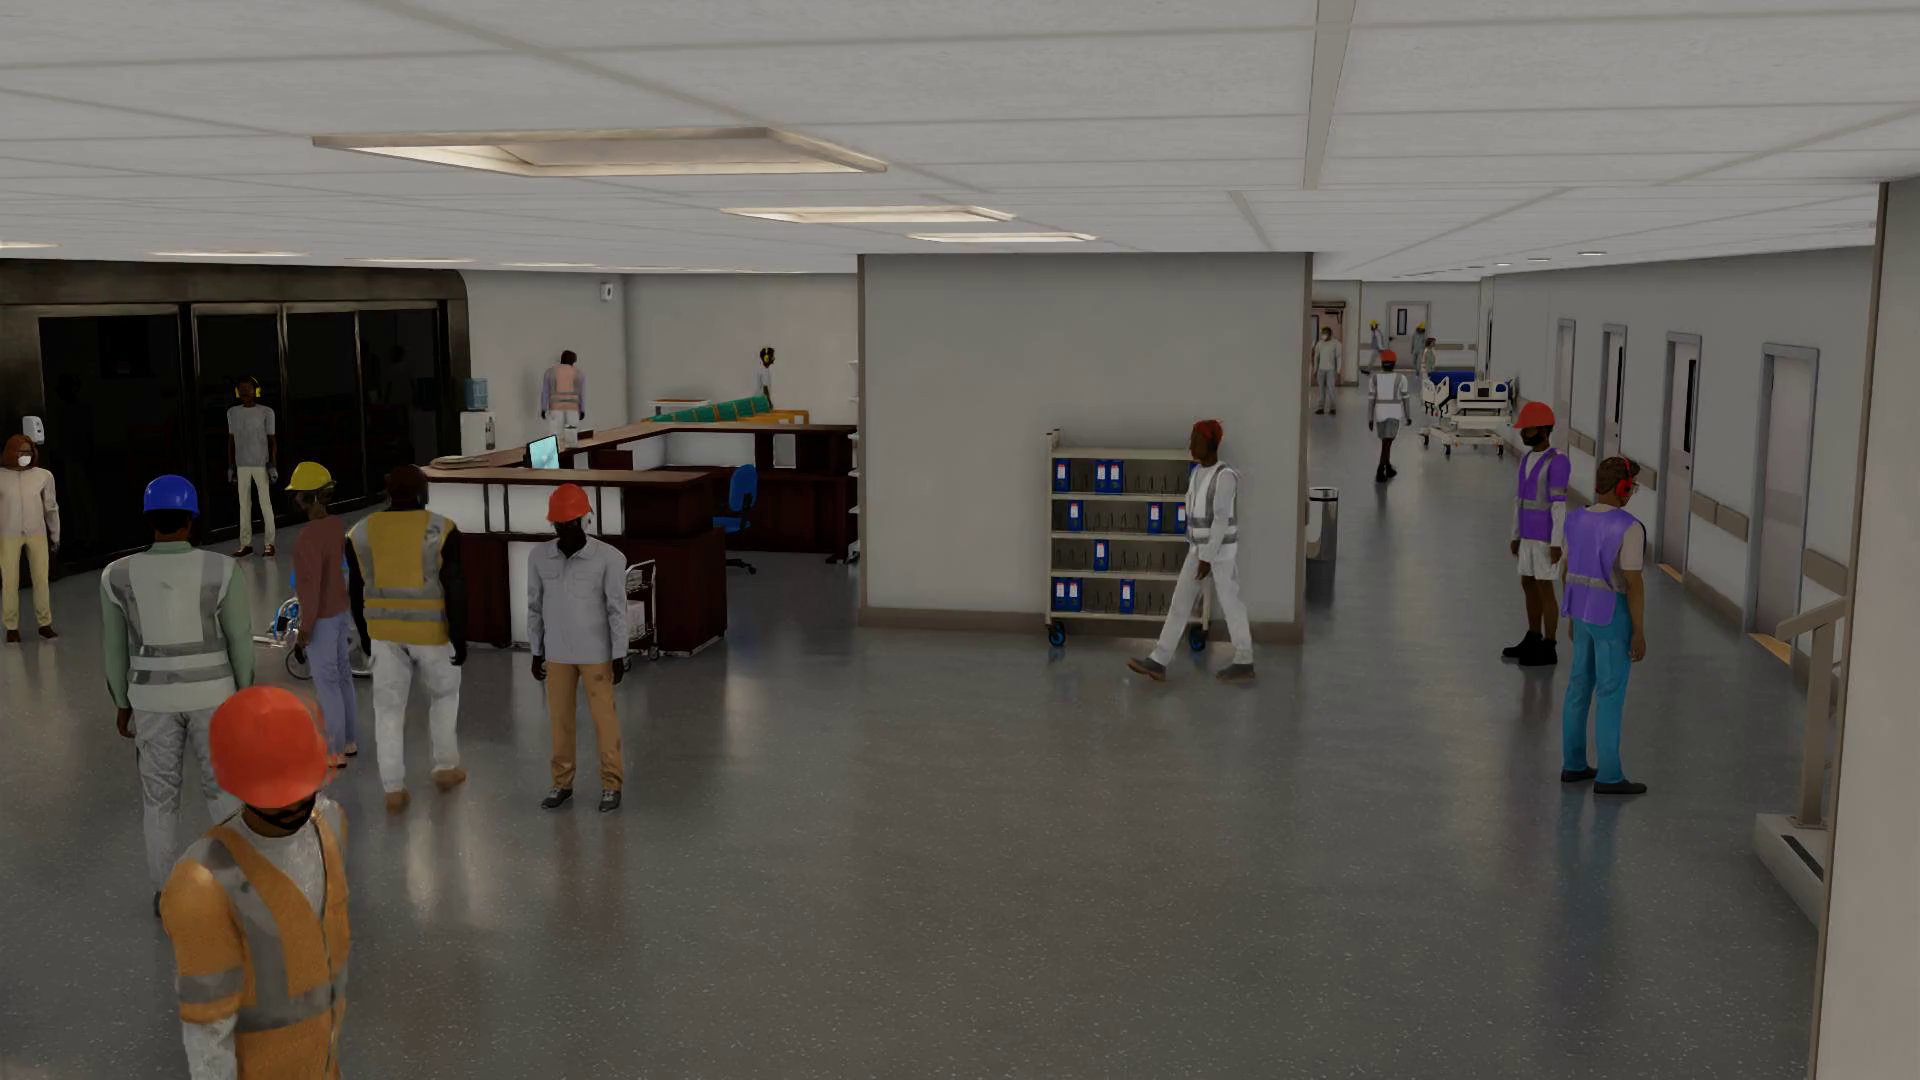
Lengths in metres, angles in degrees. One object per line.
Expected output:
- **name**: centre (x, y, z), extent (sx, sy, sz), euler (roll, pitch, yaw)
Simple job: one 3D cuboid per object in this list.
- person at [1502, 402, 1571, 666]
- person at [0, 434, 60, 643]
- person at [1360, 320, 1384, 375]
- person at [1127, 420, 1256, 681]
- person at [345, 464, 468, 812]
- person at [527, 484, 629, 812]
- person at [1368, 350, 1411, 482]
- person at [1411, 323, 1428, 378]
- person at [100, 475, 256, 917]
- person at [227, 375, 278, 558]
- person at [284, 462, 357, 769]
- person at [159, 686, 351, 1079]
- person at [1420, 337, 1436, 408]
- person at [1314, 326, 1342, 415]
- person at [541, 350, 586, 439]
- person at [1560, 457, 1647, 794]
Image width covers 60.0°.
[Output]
- **person**: centre (4.205, -0.045, 12.171), extent (0.393, 1.929, 0.548), euler (-2, 9, -13)
- **person**: centre (-7.293, -0.016, 12.962), extent (0.511, 1.627, 0.285), euler (-7, 11, -41)
- **person**: centre (13.392, -6.147, 53.252), extent (1.008, 1.749, 0.597), euler (4, 9, 24)
- **person**: centre (1.670, 0.095, 11.532), extent (0.960, 1.832, 0.584), euler (-4, 9, -22)
- **person**: centre (-2.937, 0.496, 8.937), extent (0.666, 1.805, 0.785), euler (0, 9, 0)
- **person**: centre (-2.010, 0.567, 8.710), extent (0.563, 1.742, 0.361), euler (2, 9, 12)
- **person**: centre (6.133, -1.784, 23.892), extent (0.551, 1.888, 1.026), euler (6, 10, 33)
- **person**: centre (14.181, -5.853, 51.409), extent (0.519, 1.710, 0.549), euler (7, 11, 38)
- **person**: centre (-3.394, 0.684, 7.283), extent (0.602, 1.938, 0.400), euler (-2, 9, -14)
- **person**: centre (-7.247, -0.751, 17.019), extent (0.520, 1.876, 0.326), euler (0, 9, -2)
- **person**: centre (-3.668, 0.431, 9.535), extent (0.310, 1.769, 0.522), euler (0, 9, -3)
- **person**: centre (-1.559, 1.223, 3.874), extent (0.492, 1.889, 0.696), euler (2, 9, 10)
- **person**: centre (10.797, -3.851, 38.374), extent (0.315, 1.636, 0.514), euler (1, 9, 8)
- **person**: centre (8.064, -3.719, 36.513), extent (0.628, 1.942, 0.392), euler (8, 12, 43)
- **person**: centre (-6.139, -2.000, 25.561), extent (0.775, 1.810, 0.434), euler (-2, 9, -14)
- **person**: centre (3.502, 0.463, 9.082), extent (0.389, 1.838, 0.563), euler (-3, 9, -21)
